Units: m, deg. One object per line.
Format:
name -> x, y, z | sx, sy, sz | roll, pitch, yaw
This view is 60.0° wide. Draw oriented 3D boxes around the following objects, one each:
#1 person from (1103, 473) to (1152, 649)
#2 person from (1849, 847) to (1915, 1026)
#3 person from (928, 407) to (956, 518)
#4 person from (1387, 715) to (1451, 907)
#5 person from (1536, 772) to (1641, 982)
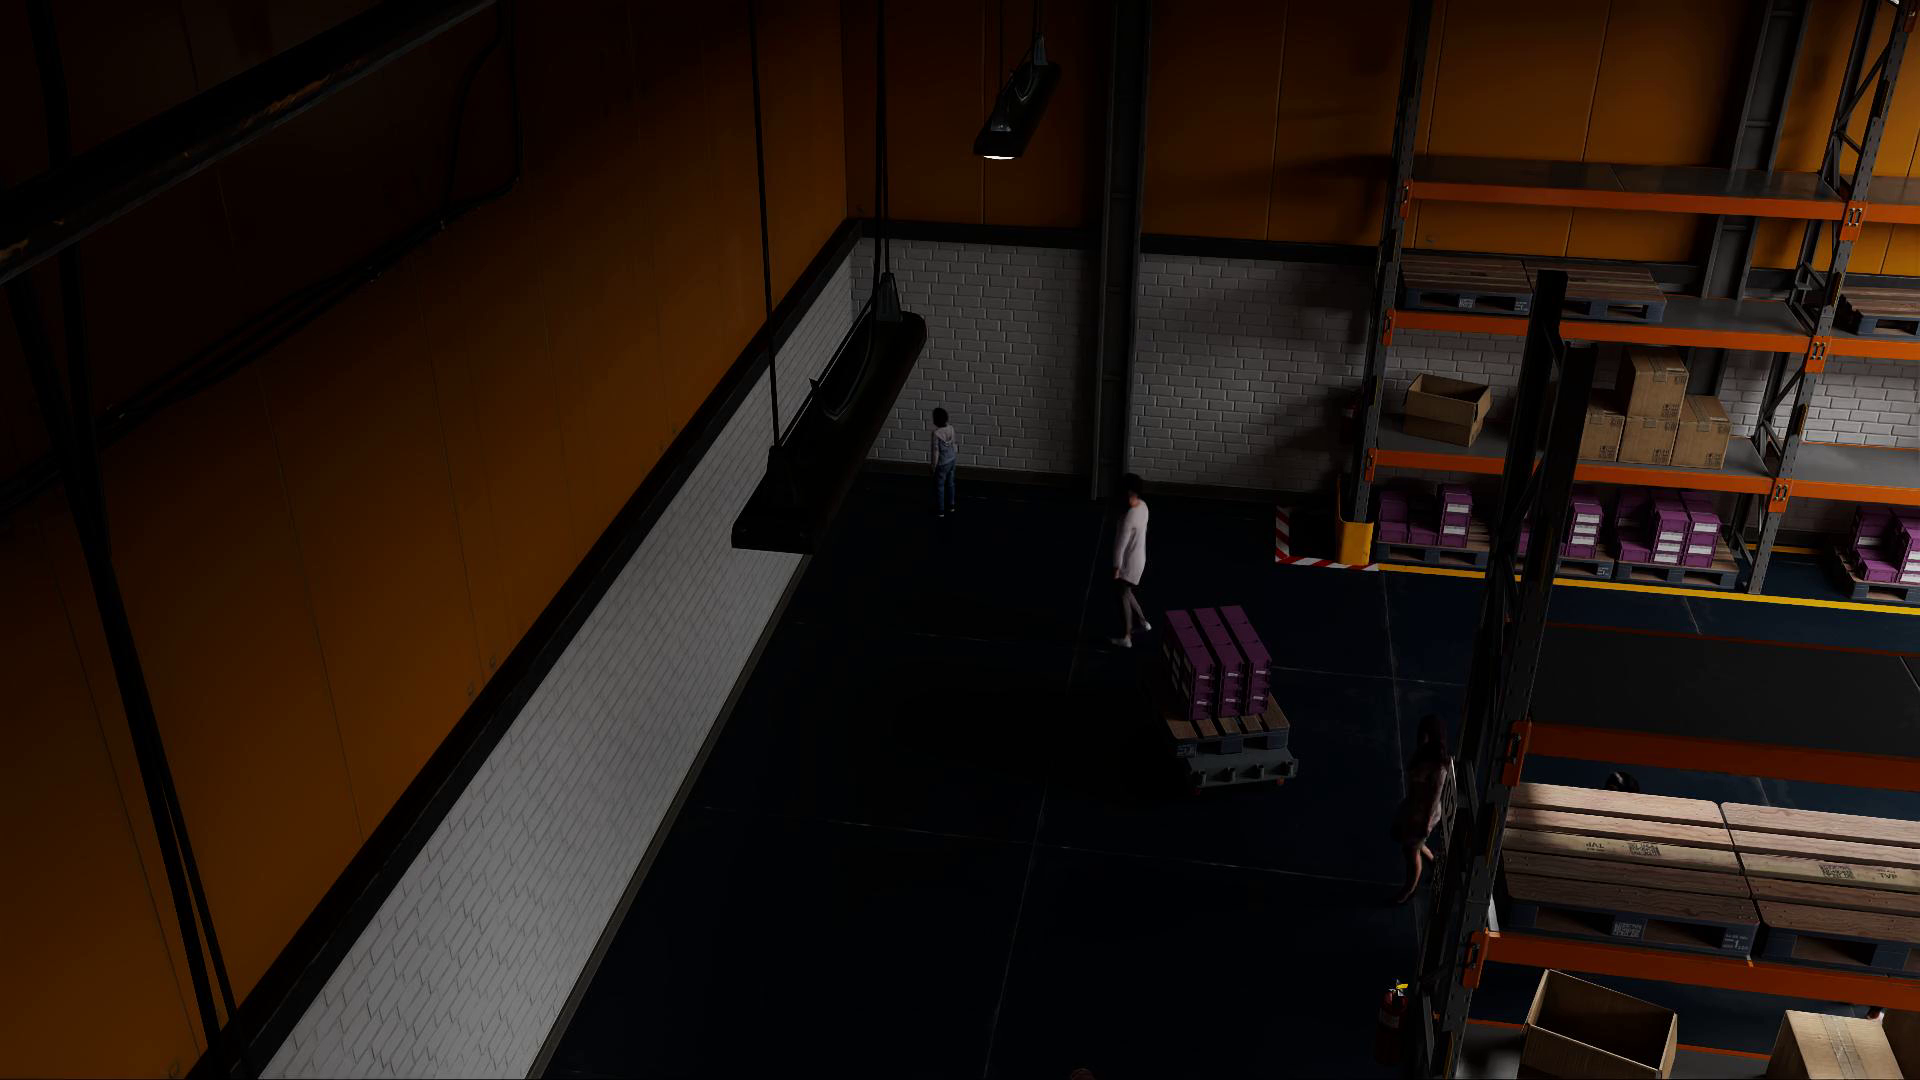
person -> 1.661, 0.217, 15.696 | 0.732, 1.831, 0.726 | 11, 30, 19
person -> 6.482, 2.634, 11.463 | 0.577, 1.643, 0.611 | -1, 29, -2
person -> -0.192, -0.870, 18.286 | 0.569, 1.259, 0.617 | -24, 37, -36
person -> 3.527, 2.030, 12.476 | 0.794, 1.732, 0.702 | -2, 29, -4
person -> 4.625, 2.381, 11.781 | 1.257, 1.782, 0.986 | -7, 29, -13
